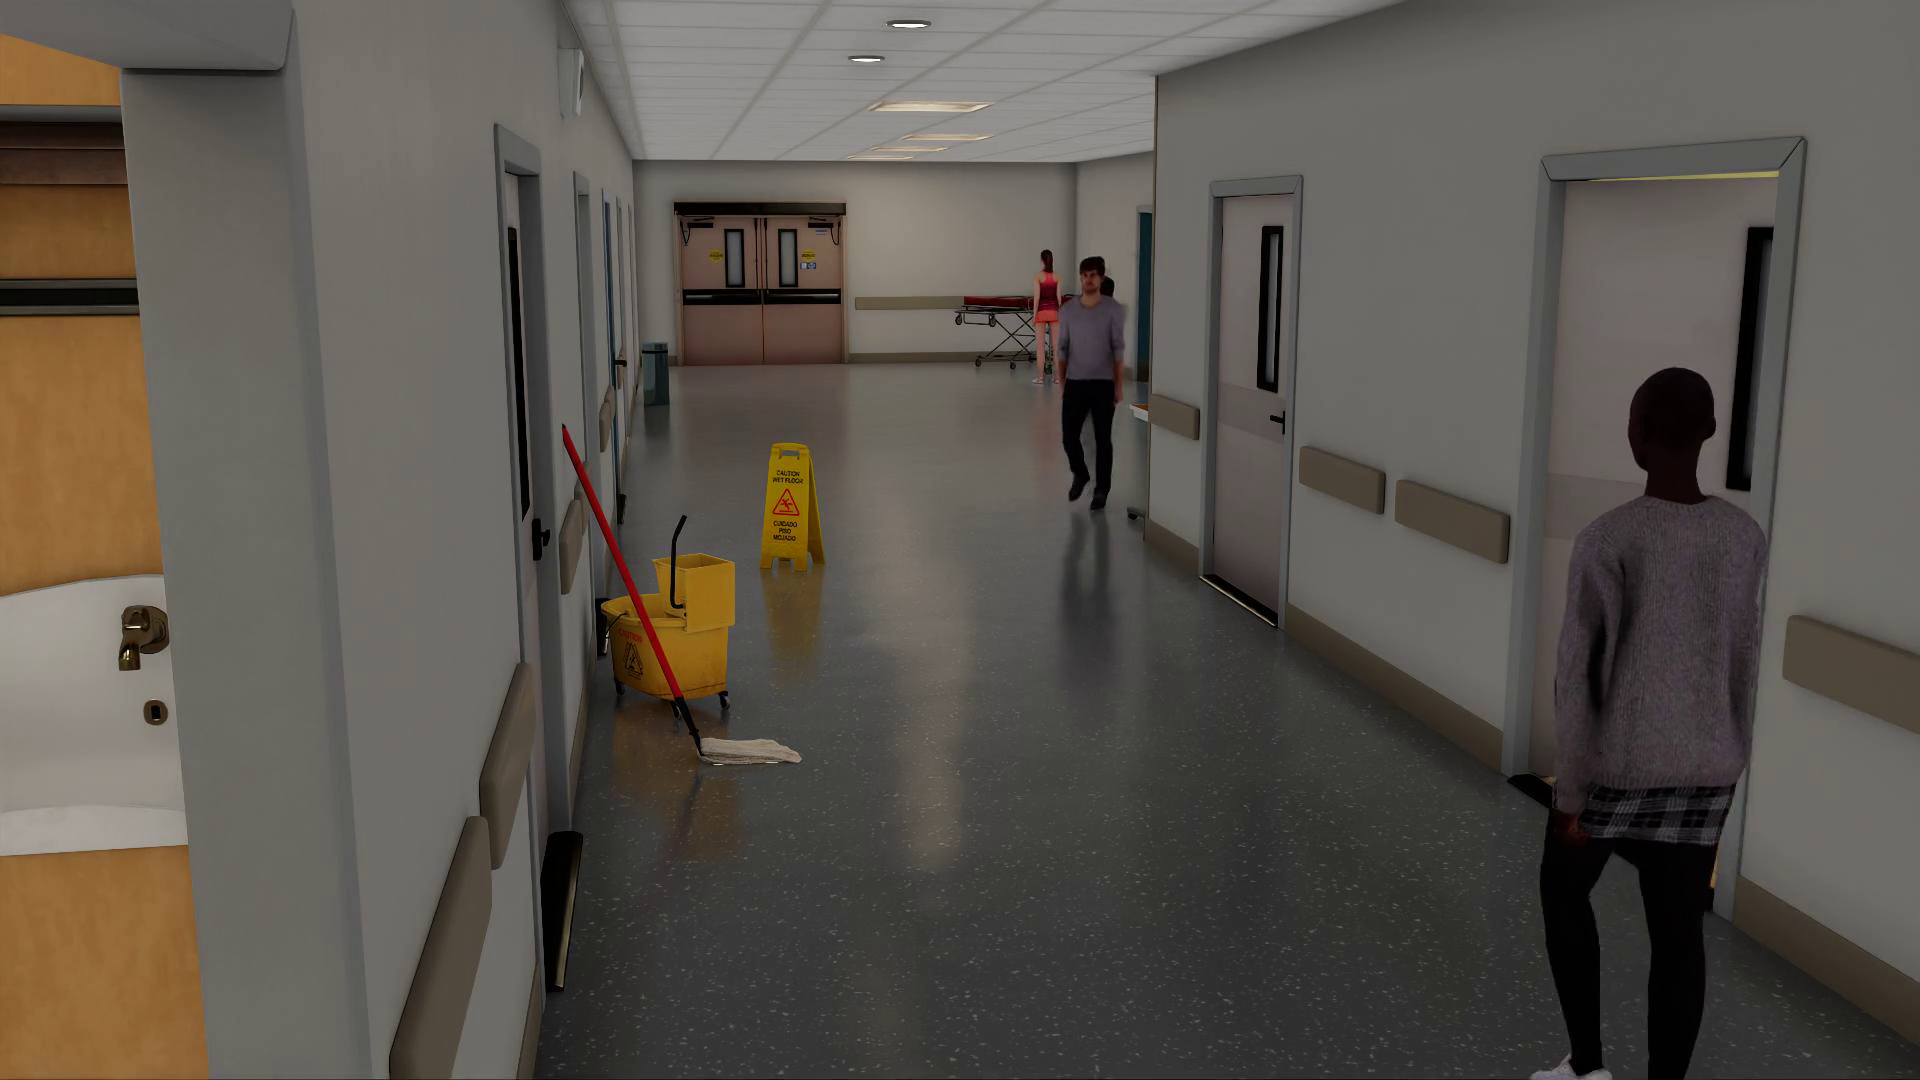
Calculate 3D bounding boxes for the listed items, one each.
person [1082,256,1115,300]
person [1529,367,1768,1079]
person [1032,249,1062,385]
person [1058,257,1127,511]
[{"bbox_3d":[1.773,-2.822,21.468,0.619,1.670,0.562,-3,11,-16],"label":"person"},{"bbox_3d":[1.527,0.528,3.570,0.656,1.760,0.644,-1,11,-3],"label":"person"},{"bbox_3d":[1.143,-2.941,21.873,0.580,1.753,0.561,-3,11,-15],"label":"person"},{"bbox_3d":[0.991,-1.142,12.187,0.804,1.830,0.837,3,11,16],"label":"person"}]
